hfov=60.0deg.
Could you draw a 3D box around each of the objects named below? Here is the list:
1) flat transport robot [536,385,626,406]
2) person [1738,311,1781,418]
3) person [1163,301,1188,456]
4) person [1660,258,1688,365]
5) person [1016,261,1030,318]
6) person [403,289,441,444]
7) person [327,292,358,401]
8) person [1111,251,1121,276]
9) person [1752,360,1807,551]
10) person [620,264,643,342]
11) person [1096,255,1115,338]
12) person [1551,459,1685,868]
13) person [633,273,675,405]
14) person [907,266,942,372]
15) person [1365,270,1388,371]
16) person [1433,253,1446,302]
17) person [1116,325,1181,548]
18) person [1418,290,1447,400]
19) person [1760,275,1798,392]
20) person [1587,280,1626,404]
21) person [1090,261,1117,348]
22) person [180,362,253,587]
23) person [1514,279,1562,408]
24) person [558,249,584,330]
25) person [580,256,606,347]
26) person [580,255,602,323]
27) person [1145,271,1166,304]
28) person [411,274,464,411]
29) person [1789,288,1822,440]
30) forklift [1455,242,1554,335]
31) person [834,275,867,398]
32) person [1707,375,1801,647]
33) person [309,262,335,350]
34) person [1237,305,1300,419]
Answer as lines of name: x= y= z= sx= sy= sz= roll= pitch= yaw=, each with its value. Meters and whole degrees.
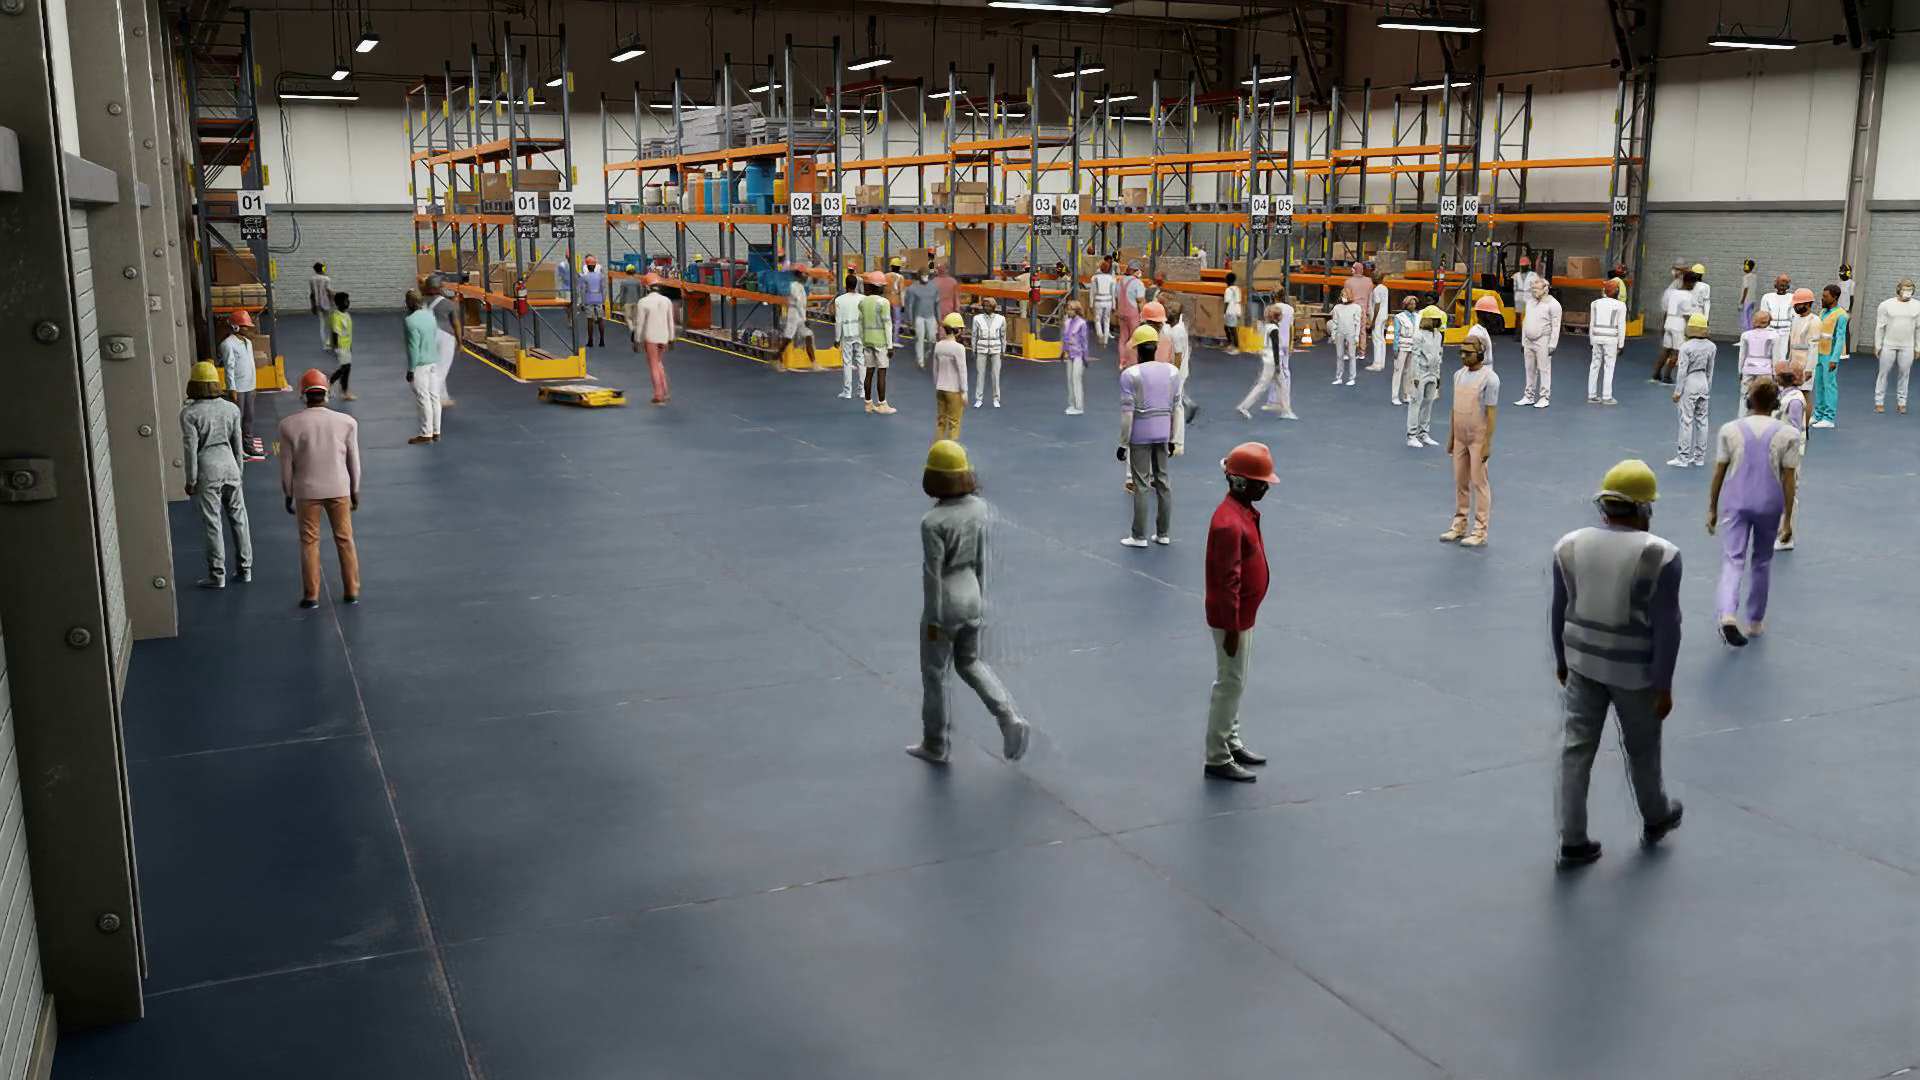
flat transport robot: x=-5.772 y=-2.210 z=25.275 sx=1.431 sy=0.197 sz=0.652 roll=10 pitch=15 yaw=42
person: x=10.271 y=-2.132 z=21.417 sx=0.314 sy=1.629 sz=0.508 roll=-9 pitch=15 yaw=-40
person: x=2.548 y=-1.914 z=19.761 sx=0.324 sy=1.842 sz=0.514 roll=2 pitch=11 yaw=10
person: x=13.665 y=-4.377 z=31.774 sx=0.536 sy=2.000 sz=0.677 roll=4 pitch=12 yaw=18
person: x=1.559 y=-5.695 z=39.239 sx=0.563 sy=1.742 sz=0.360 roll=-6 pitch=12 yaw=-27
person: x=-6.747 y=-2.168 z=20.816 sx=0.378 sy=1.937 sz=0.629 roll=2 pitch=11 yaw=9
person: x=-9.498 y=-2.959 z=25.461 sx=0.407 sy=1.681 sz=0.544 roll=0 pitch=11 yaw=-2
person: x=4.178 y=-6.814 z=44.607 sx=0.317 sy=1.867 sz=0.531 roll=-4 pitch=12 yaw=-21
person: x=7.060 y=-0.725 z=14.244 sx=0.313 sy=1.637 sz=0.513 roll=3 pitch=11 yaw=14
person: x=-7.291 y=-5.272 z=37.049 sx=0.534 sy=1.749 sz=0.513 roll=-6 pitch=13 yaw=-27
person: x=3.346 y=-5.587 z=38.254 sx=0.392 sy=1.914 sz=0.587 roll=11 pitch=15 yaw=43
person: x=2.977 y=0.529 z=7.447 sx=0.884 sy=1.794 sz=0.624 roll=-11 pitch=15 yaw=-43
person: x=-4.616 y=-3.016 z=24.996 sx=0.501 sy=1.975 sz=0.624 roll=9 pitch=14 yaw=38
person: x=-0.647 y=-4.019 z=30.272 sx=0.654 sy=1.916 sz=0.447 roll=-3 pitch=12 yaw=-15
person: x=7.649 y=-4.018 z=30.453 sx=0.326 sy=1.841 sz=0.513 roll=7 pitch=13 yaw=32
person: x=12.253 y=-6.410 z=42.534 sx=0.328 sy=1.876 sz=0.509 roll=3 pitch=12 yaw=17
person: x=1.613 y=-0.885 z=14.345 sx=0.584 sy=1.917 sz=0.386 roll=-5 pitch=12 yaw=-25
person: x=7.263 y=-3.003 z=25.692 sx=0.319 sy=1.694 sz=0.533 roll=-8 pitch=14 yaw=-36
person: x=13.221 y=-3.341 z=26.913 sx=0.574 sy=1.883 sz=0.356 roll=5 pitch=12 yaw=26
person: x=9.769 y=-2.985 z=25.133 sx=0.350 sy=1.878 sz=0.568 roll=-9 pitch=14 yaw=-39
person: x=3.063 y=-5.021 z=35.493 sx=0.591 sy=1.864 sz=0.538 roll=0 pitch=11 yaw=1
person: x=-5.769 y=-0.505 z=12.853 sx=0.309 sy=1.744 sz=0.485 roll=8 pitch=14 yaw=34
person: x=8.593 y=-2.926 z=24.745 sx=0.408 sy=1.905 sz=0.653 roll=-6 pitch=12 yaw=-26
person: x=-9.555 y=-6.186 z=41.069 sx=0.639 sy=1.995 sz=1.002 roll=-4 pitch=12 yaw=-21
person: x=-7.911 y=-5.131 z=35.860 sx=0.543 sy=1.943 sz=0.348 roll=-6 pitch=12 yaw=-27
person: x=-9.686 y=-6.596 z=43.707 sx=0.579 sy=1.781 sz=1.005 roll=-6 pitch=13 yaw=-30
person: x=3.529 y=-4.022 z=30.545 sx=0.461 sy=1.819 sz=0.594 roll=-3 pitch=12 yaw=-17
person: x=-7.661 y=-2.911 z=24.327 sx=0.680 sy=2.000 sz=1.008 roll=3 pitch=11 yaw=13
person: x=10.700 y=-2.236 z=21.198 sx=0.392 sy=1.925 sz=0.548 roll=0 pitch=11 yaw=-1
forklift: x=13.047 y=-6.049 z=39.881 sx=2.313 sy=2.155 sz=1.214 roll=-5 pitch=12 yaw=-23
person: x=-1.680 y=-3.177 z=25.986 sx=0.596 sy=1.918 sz=0.381 roll=-6 pitch=13 yaw=-28
person: x=5.267 y=-0.182 z=11.091 sx=0.523 sy=1.807 sz=0.865 roll=6 pitch=13 yaw=28
person: x=-13.481 y=-4.937 z=35.146 sx=0.560 sy=1.838 sz=0.440 roll=1 pitch=11 yaw=7
person: x=4.321 y=-2.477 z=23.254 sx=0.845 sy=1.611 sz=0.520 roll=2 pitch=11 yaw=10
